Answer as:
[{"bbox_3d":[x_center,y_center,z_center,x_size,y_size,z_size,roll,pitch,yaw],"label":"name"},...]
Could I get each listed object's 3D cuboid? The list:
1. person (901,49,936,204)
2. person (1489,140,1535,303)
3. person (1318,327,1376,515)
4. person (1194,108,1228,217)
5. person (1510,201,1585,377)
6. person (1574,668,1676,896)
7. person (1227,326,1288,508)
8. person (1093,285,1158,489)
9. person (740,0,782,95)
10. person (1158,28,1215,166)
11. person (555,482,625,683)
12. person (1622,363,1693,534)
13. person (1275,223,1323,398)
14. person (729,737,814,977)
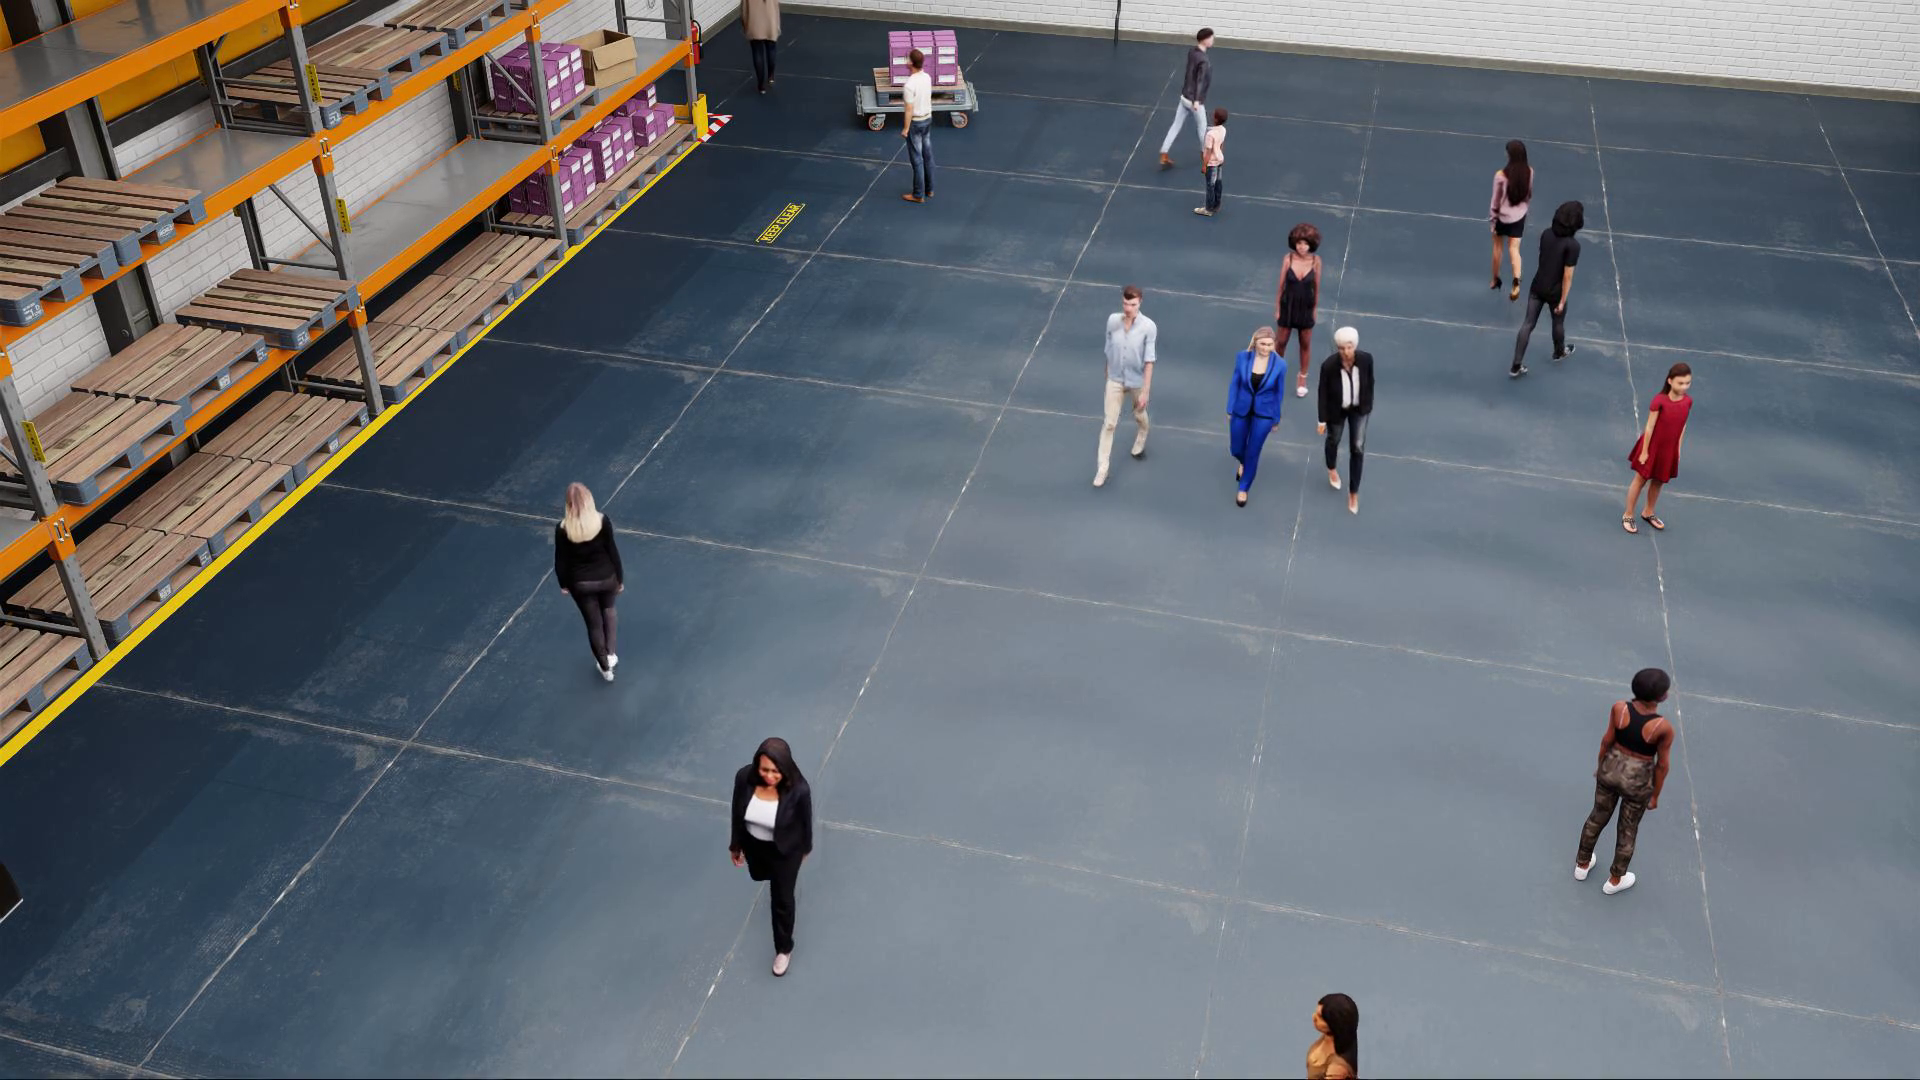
[{"bbox_3d":[-0.492,-5.032,20.185,0.798,1.856,0.641,22,39,29],"label":"person"},{"bbox_3d":[5.880,-3.341,17.713,0.845,1.775,1.113,-1,34,-1],"label":"person"},{"bbox_3d":[3.383,-1.137,14.376,0.847,1.730,1.001,1,34,2],"label":"person"},{"bbox_3d":[3.051,-4.544,19.948,0.642,1.306,0.547,27,42,34],"label":"person"},{"bbox_3d":[5.721,-2.436,16.332,1.200,1.797,1.078,-23,40,-30],"label":"person"},{"bbox_3d":[4.197,1.509,10.487,0.658,1.699,0.666,29,43,36],"label":"person"},{"bbox_3d":[2.563,-1.122,14.459,0.627,1.682,0.739,10,35,15],"label":"person"},{"bbox_3d":[1.547,-1.446,14.831,0.714,1.810,1.206,14,36,19],"label":"person"},{"bbox_3d":[-2.808,-7.266,23.540,0.965,1.863,1.116,-7,34,-10],"label":"person"},{"bbox_3d":[2.868,-5.548,21.020,1.209,1.791,1.229,-13,36,-19],"label":"person"},{"bbox_3d":[-2.682,0.371,12.221,0.732,1.674,0.755,-10,35,-15],"label":"person"},{"bbox_3d":[5.934,-0.803,14.096,0.654,1.554,0.715,-7,34,-10],"label":"person"},{"bbox_3d":[3.241,-2.213,16.007,0.570,1.785,0.557,6,34,8],"label":"person"},{"bbox_3d":[-1.141,1.800,10.149,0.666,1.588,1.038,6,34,10],"label":"person"}]
